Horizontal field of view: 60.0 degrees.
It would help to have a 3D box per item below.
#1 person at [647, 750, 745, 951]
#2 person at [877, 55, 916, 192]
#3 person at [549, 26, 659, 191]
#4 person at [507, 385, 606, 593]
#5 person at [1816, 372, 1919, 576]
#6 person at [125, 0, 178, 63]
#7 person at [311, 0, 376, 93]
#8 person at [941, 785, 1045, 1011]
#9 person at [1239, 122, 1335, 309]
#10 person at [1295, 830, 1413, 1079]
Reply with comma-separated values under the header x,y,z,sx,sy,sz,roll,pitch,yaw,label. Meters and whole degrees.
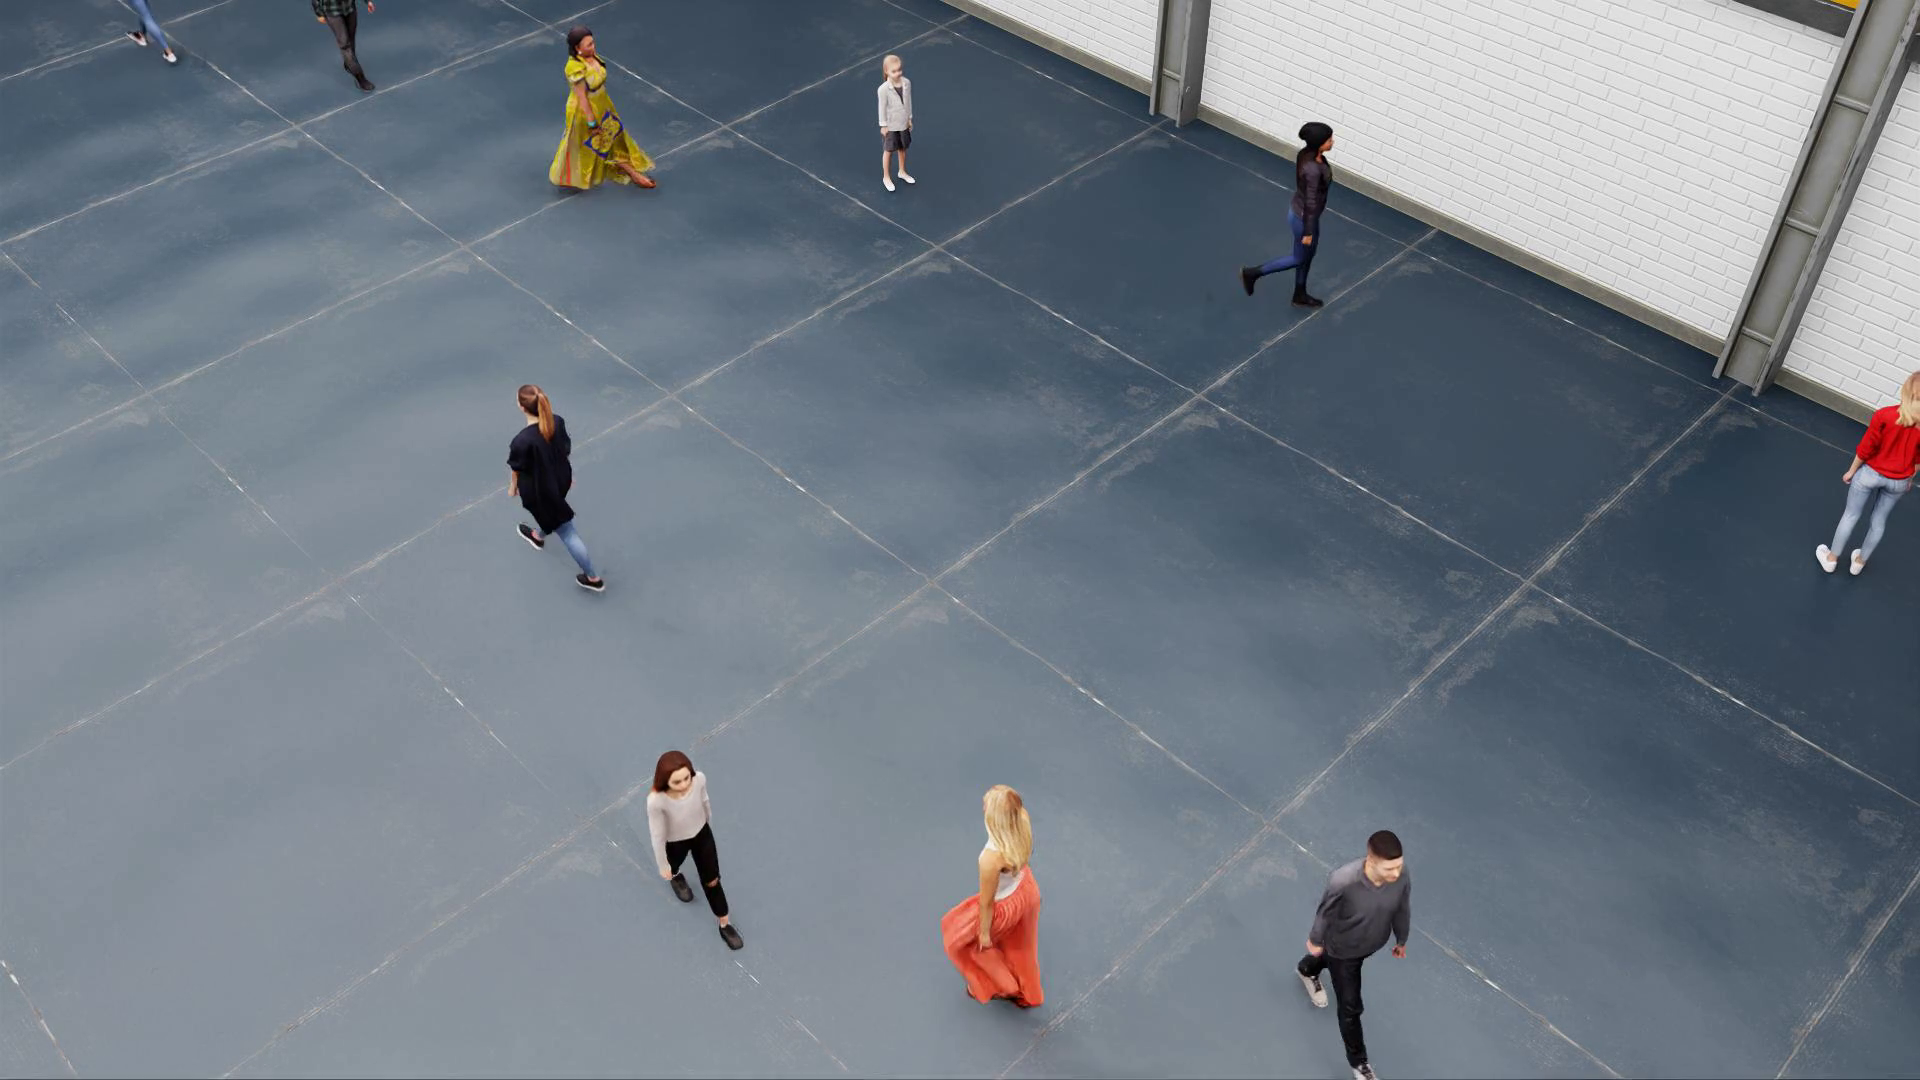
x,y,z,sx,sy,sz,roll,pitch,yaw,label
-1.592,1.641,9.378,0.670,1.442,1.005,-26,49,-25,person
-0.594,-3.846,15.258,0.536,1.276,0.557,-26,49,-25,person
-3.415,-3.840,15.017,1.346,1.601,1.175,7,44,7,person
-2.728,-0.304,11.281,1.169,1.633,0.787,24,48,23,person
6.312,-0.445,11.376,0.626,1.706,0.746,10,44,10,person
-8.376,-5.626,16.912,0.659,1.572,1.018,-33,52,-30,person
-6.248,-5.395,16.642,0.972,1.692,0.722,30,51,28,person
0.321,1.963,8.789,0.897,1.788,0.775,22,48,21,person
2.735,-2.639,13.663,1.076,1.728,0.954,6,44,6,person
2.038,2.042,8.761,0.928,1.713,1.226,-16,46,-17,person
